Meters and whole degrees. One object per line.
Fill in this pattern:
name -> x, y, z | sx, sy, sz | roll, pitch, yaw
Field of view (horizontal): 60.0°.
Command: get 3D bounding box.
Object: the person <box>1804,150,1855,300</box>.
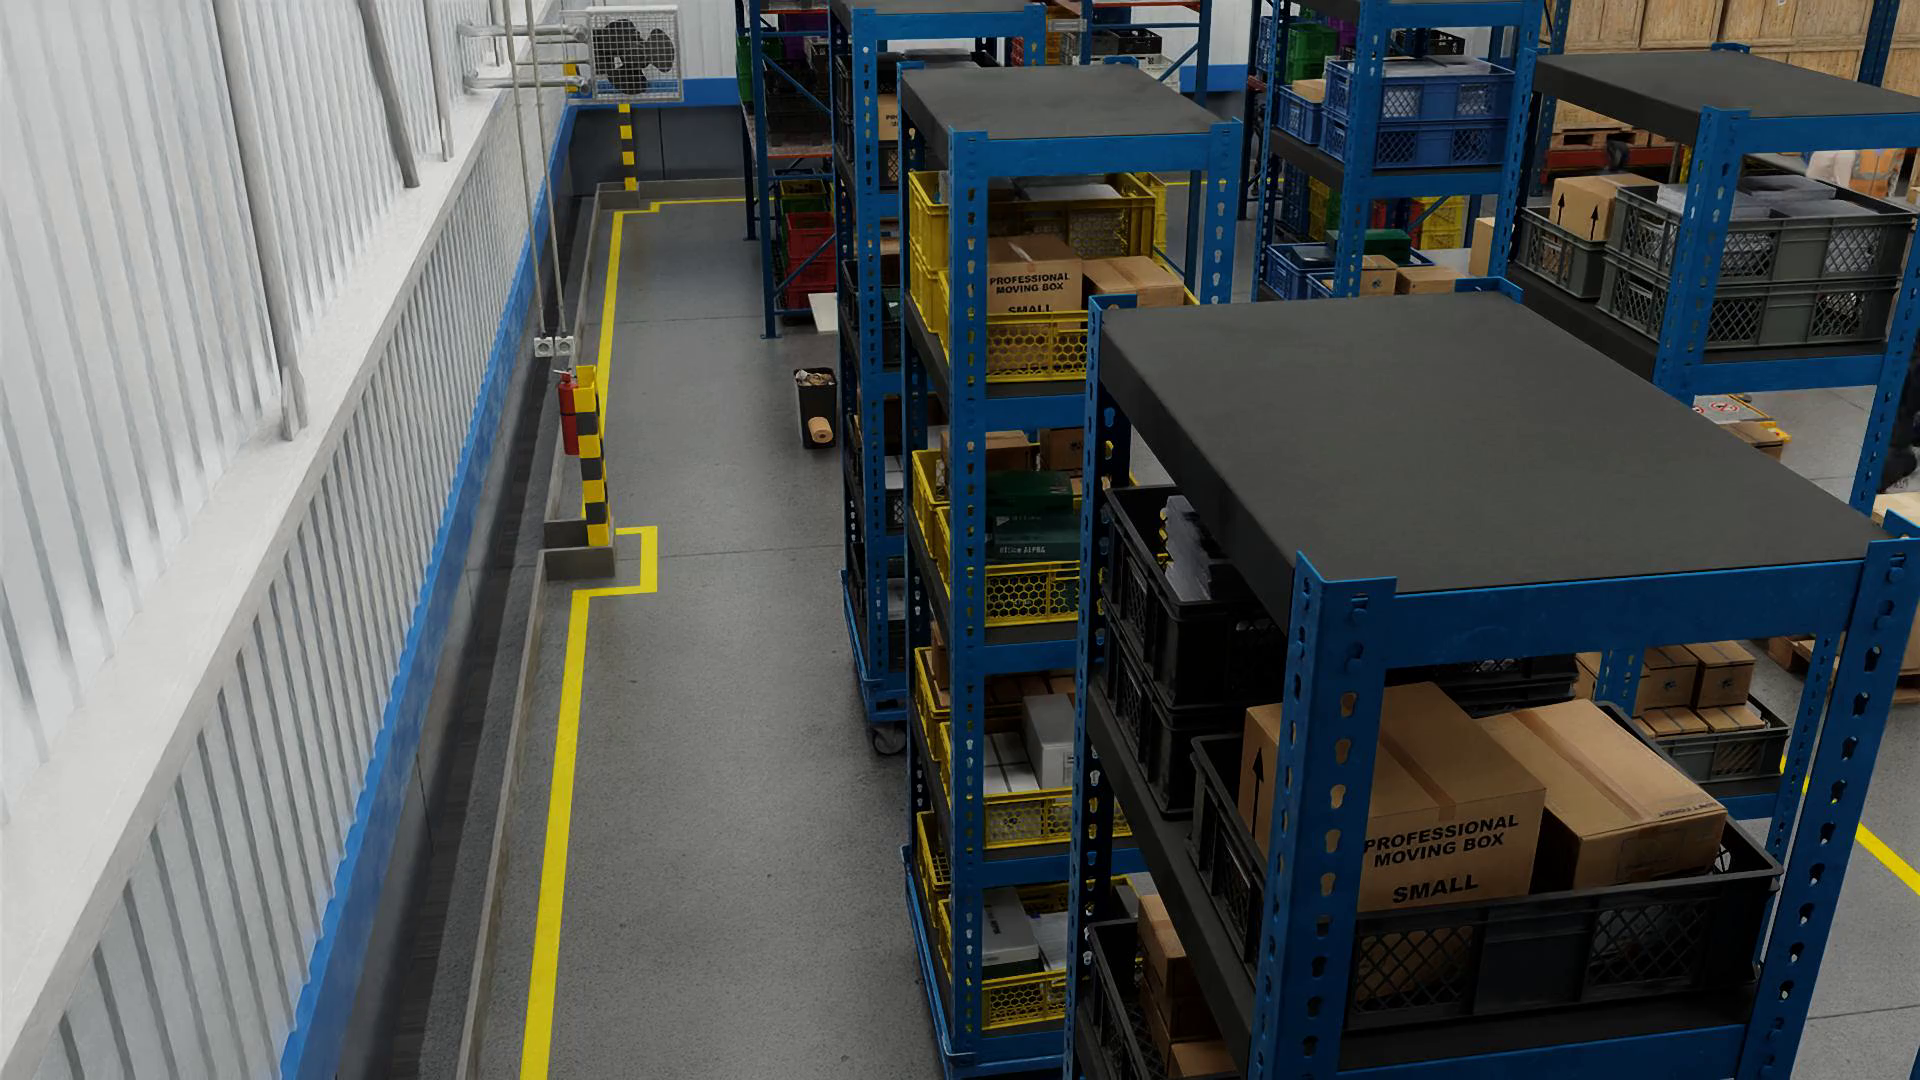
person -> 7.464, -2.870, 14.485 | 0.399, 1.991, 0.610 | 3, 25, 7

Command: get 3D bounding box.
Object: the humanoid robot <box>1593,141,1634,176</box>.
humanoid robot -> 5.456, -2.581, 14.243 | 0.640, 1.647, 0.360 | -9, 26, -18

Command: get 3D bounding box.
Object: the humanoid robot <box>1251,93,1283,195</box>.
humanoid robot -> 3.593, -4.778, 18.983 | 0.611, 1.657, 0.320 | -4, 25, -9

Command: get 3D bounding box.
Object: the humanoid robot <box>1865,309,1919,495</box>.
humanoid robot -> 5.557, -0.593, 9.898 | 0.337, 1.642, 0.626 | 8, 26, 17

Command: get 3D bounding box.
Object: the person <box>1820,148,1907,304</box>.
person -> 8.165, -3.090, 15.036 | 0.587, 1.923, 0.379 | 2, 25, 4

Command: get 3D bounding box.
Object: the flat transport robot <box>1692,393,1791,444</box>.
flat transport robot -> 5.224, -0.859, 12.132 | 1.431, 0.197, 0.652 | -4, 25, -8
